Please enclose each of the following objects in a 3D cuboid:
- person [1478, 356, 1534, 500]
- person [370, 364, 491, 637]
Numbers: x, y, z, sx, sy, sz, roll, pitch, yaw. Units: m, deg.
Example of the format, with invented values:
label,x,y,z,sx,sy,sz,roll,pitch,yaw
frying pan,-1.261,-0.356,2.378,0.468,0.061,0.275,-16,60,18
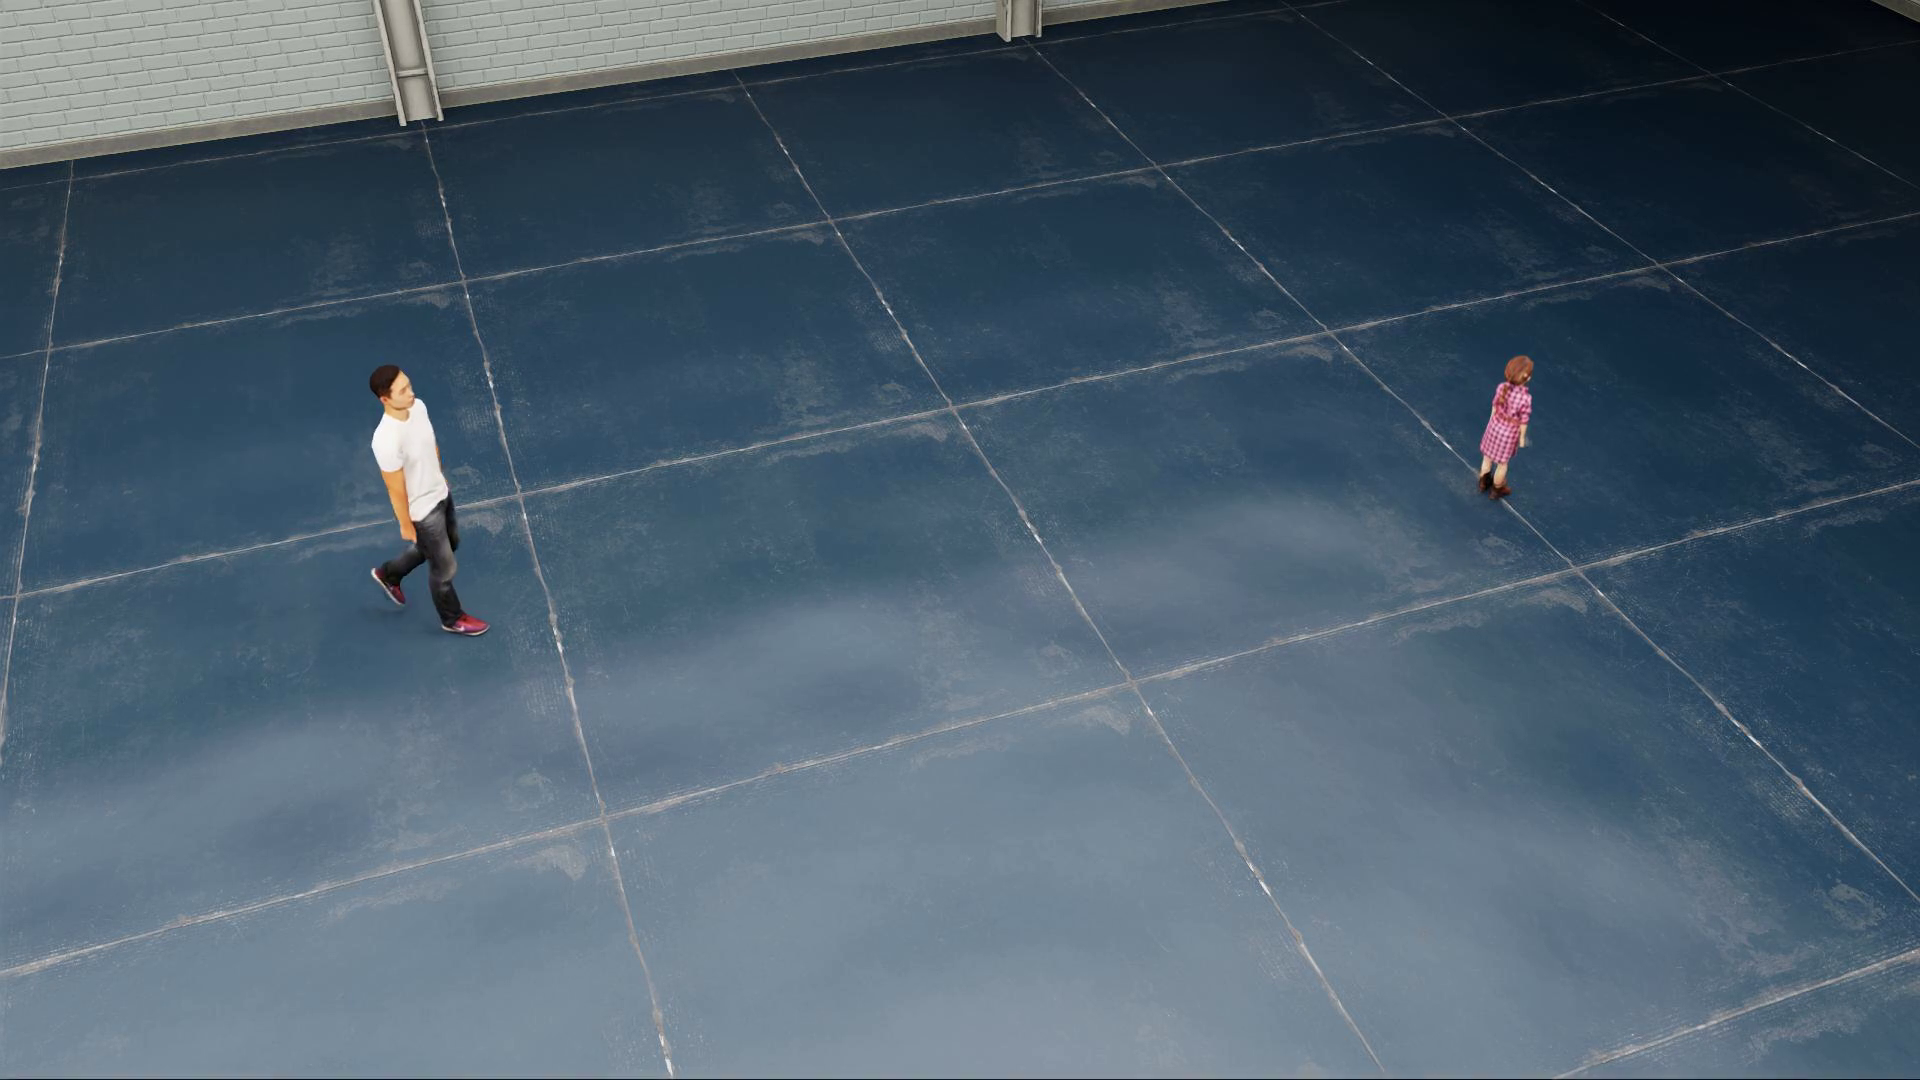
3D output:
label,x,y,z,sx,sy,sz,roll,pitch,yaw
person,3.464,-0.716,10.546,0.499,1.024,0.469,-24,44,-27
person,-3.086,-0.218,9.291,1.032,1.786,0.873,3,38,4
